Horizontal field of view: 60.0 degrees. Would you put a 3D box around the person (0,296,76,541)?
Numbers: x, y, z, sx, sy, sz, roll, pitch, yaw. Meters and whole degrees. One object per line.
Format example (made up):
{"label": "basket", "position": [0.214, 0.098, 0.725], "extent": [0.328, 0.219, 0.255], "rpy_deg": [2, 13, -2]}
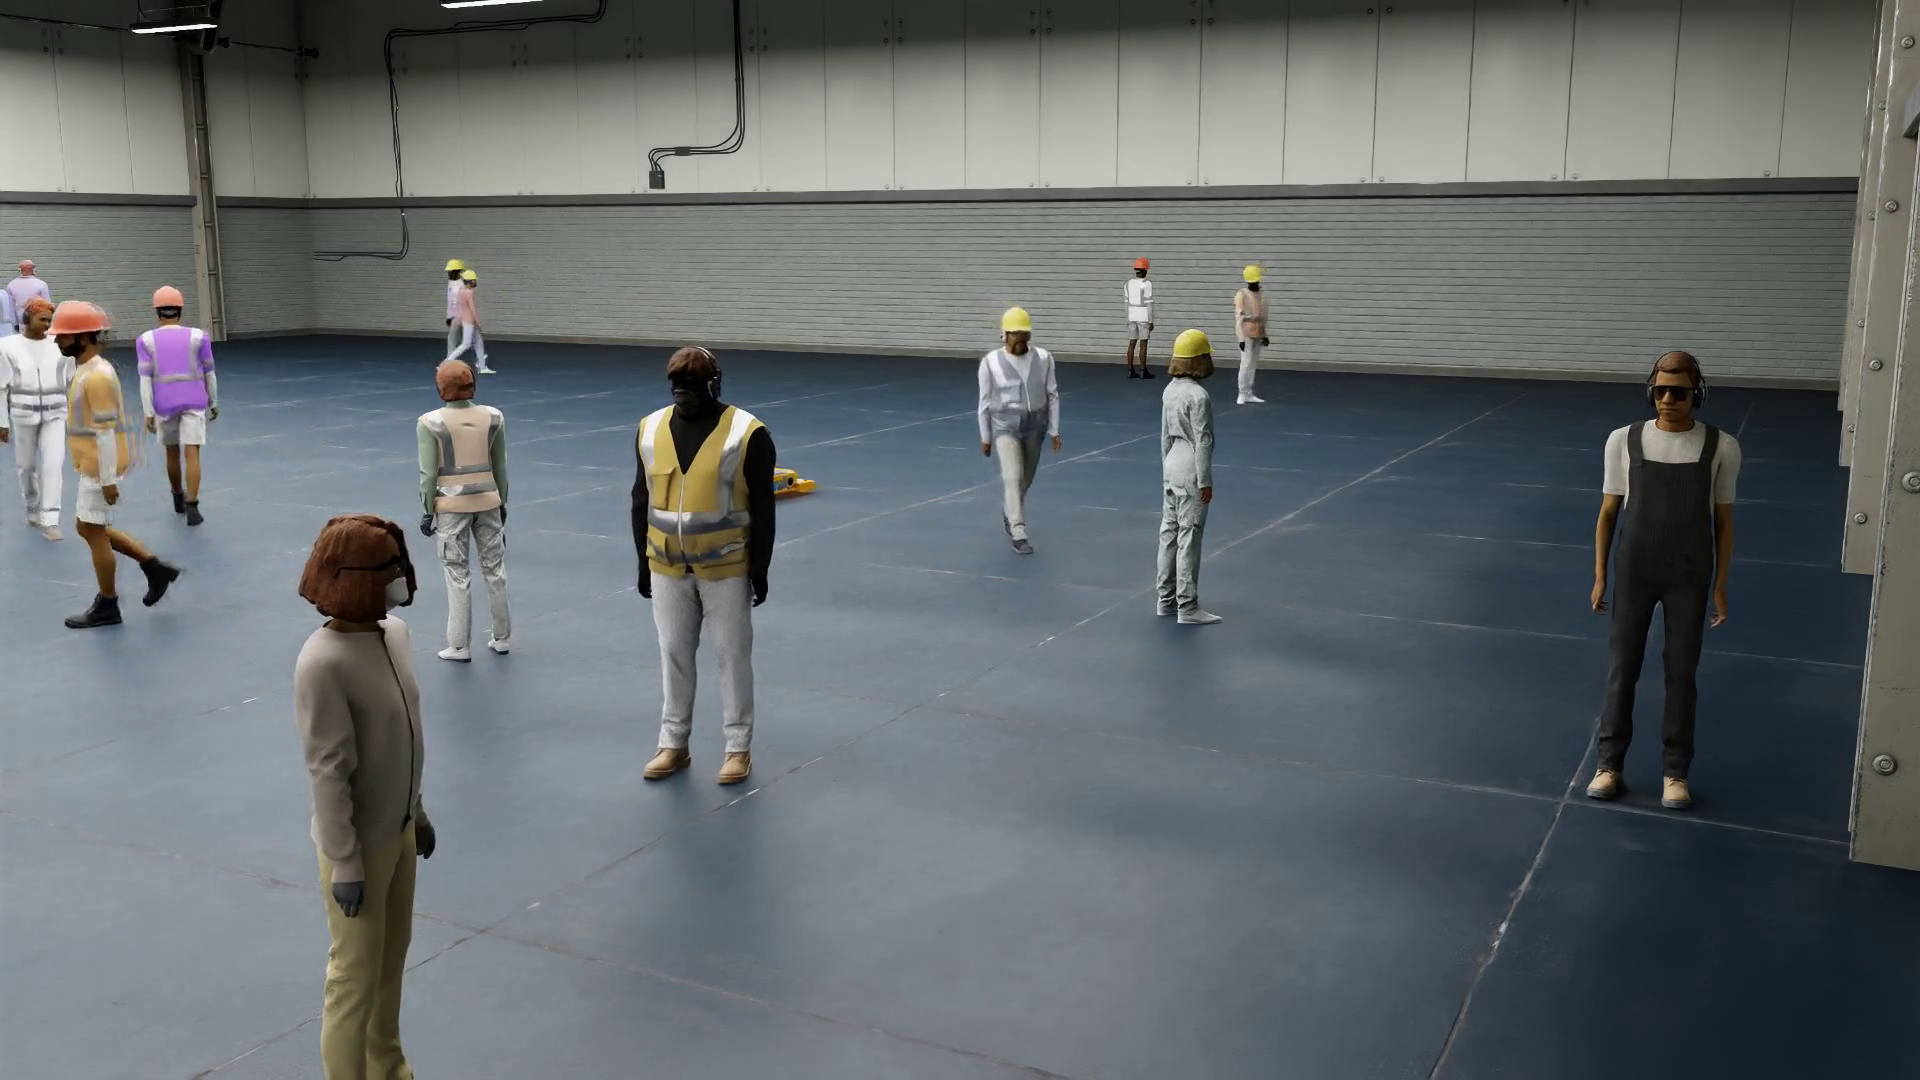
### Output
{"label": "person", "position": [-7.101, -0.955, 12.807], "extent": [0.581, 1.847, 0.919], "rpy_deg": [-7, 13, -34]}

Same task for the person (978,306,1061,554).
{"label": "person", "position": [0.418, -0.843, 12.338], "extent": [0.581, 1.790, 0.922], "rpy_deg": [-4, 11, -19]}

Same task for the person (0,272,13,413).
{"label": "person", "position": [-12.467, -2.604, 21.524], "extent": [0.356, 1.938, 0.543], "rpy_deg": [-2, 11, -12]}

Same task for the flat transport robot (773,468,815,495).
{"label": "flat transport robot", "position": [-1.969, -0.472, 14.442], "extent": [0.652, 0.197, 1.431], "rpy_deg": [7, 12, 34]}

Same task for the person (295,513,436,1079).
{"label": "person", "position": [-1.445, 0.741, 4.116], "extent": [0.286, 1.633, 0.499], "rpy_deg": [0, 10, 2]}

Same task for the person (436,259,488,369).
{"label": "person", "position": [-8.623, -3.902, 28.741], "extent": [0.924, 1.898, 0.596], "rpy_deg": [-7, 13, -35]}

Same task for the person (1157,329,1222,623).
{"label": "person", "position": [1.368, -0.377, 9.904], "extent": [0.285, 1.746, 0.491], "rpy_deg": [-4, 11, -21]}

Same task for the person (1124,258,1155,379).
{"label": "person", "position": [2.889, -3.545, 26.658], "extent": [0.545, 1.938, 0.355], "rpy_deg": [10, 14, 44]}

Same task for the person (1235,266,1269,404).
{"label": "person", "position": [3.980, -2.790, 22.715], "extent": [0.651, 1.888, 0.423], "rpy_deg": [-9, 14, -41]}

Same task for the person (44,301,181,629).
{"label": "person", "position": [-5.005, -0.442, 9.776], "extent": [0.550, 1.923, 0.568], "rpy_deg": [-6, 12, -29]}

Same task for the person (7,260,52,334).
{"label": "person", "position": [-14.444, -3.401, 25.940], "extent": [0.651, 1.912, 0.410], "rpy_deg": [0, 10, 0]}

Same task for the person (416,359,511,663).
{"label": "person", "position": [-2.673, -0.155, 8.991], "extent": [0.514, 1.636, 0.315], "rpy_deg": [-10, 14, -42]}

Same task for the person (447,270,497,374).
{"label": "person", "position": [-8.132, -3.576, 27.388], "extent": [0.838, 1.732, 0.524], "rpy_deg": [-4, 11, -22]}

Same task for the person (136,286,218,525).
{"label": "person", "position": [-6.315, -1.101, 13.478], "extent": [0.560, 1.879, 1.014], "rpy_deg": [-4, 11, -19]}

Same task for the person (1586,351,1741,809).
{"label": "person", "position": [2.823, 0.161, 6.698], "extent": [0.515, 1.843, 0.326], "rpy_deg": [5, 11, 25]}

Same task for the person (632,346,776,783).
{"label": "person", "position": [-1.087, 0.110, 6.990], "extent": [0.625, 1.843, 0.430], "rpy_deg": [3, 11, 14]}
